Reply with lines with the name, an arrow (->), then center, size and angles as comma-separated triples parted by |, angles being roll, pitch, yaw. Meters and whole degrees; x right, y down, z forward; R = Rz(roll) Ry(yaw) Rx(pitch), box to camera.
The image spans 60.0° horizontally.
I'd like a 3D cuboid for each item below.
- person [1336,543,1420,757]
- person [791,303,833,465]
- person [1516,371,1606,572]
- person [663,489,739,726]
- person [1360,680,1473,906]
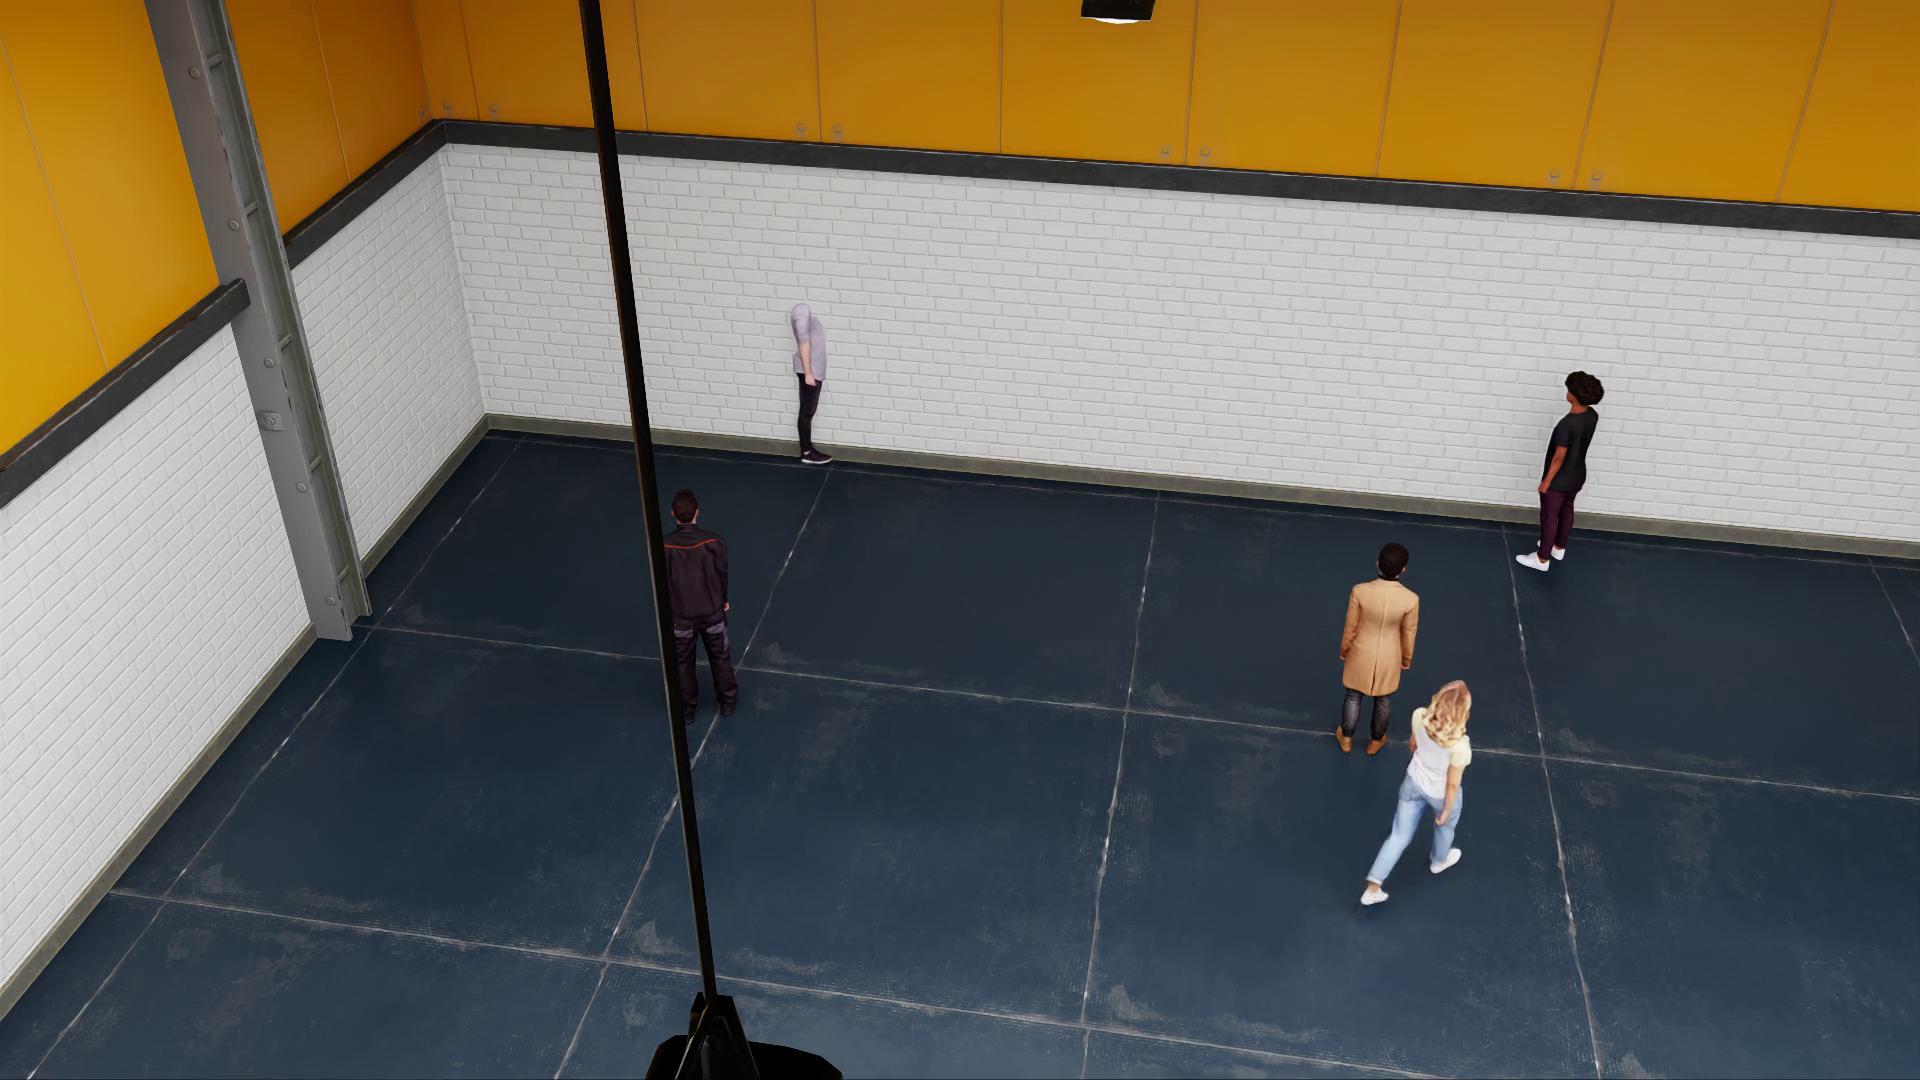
person -> 2.894, 0.769, 11.590 | 0.654, 1.727, 0.617 | 7, 34, 11
person -> -1.354, -1.585, 15.031 | 0.747, 1.838, 0.565 | 1, 34, 2
person -> 4.928, -0.569, 13.550 | 0.703, 1.784, 0.783 | -26, 42, -34
person -> -1.885, 0.477, 11.860 | 0.768, 1.914, 0.734 | -7, 34, -10
person -> 2.863, 1.601, 10.376 | 1.198, 1.684, 1.083 | -25, 41, -32
